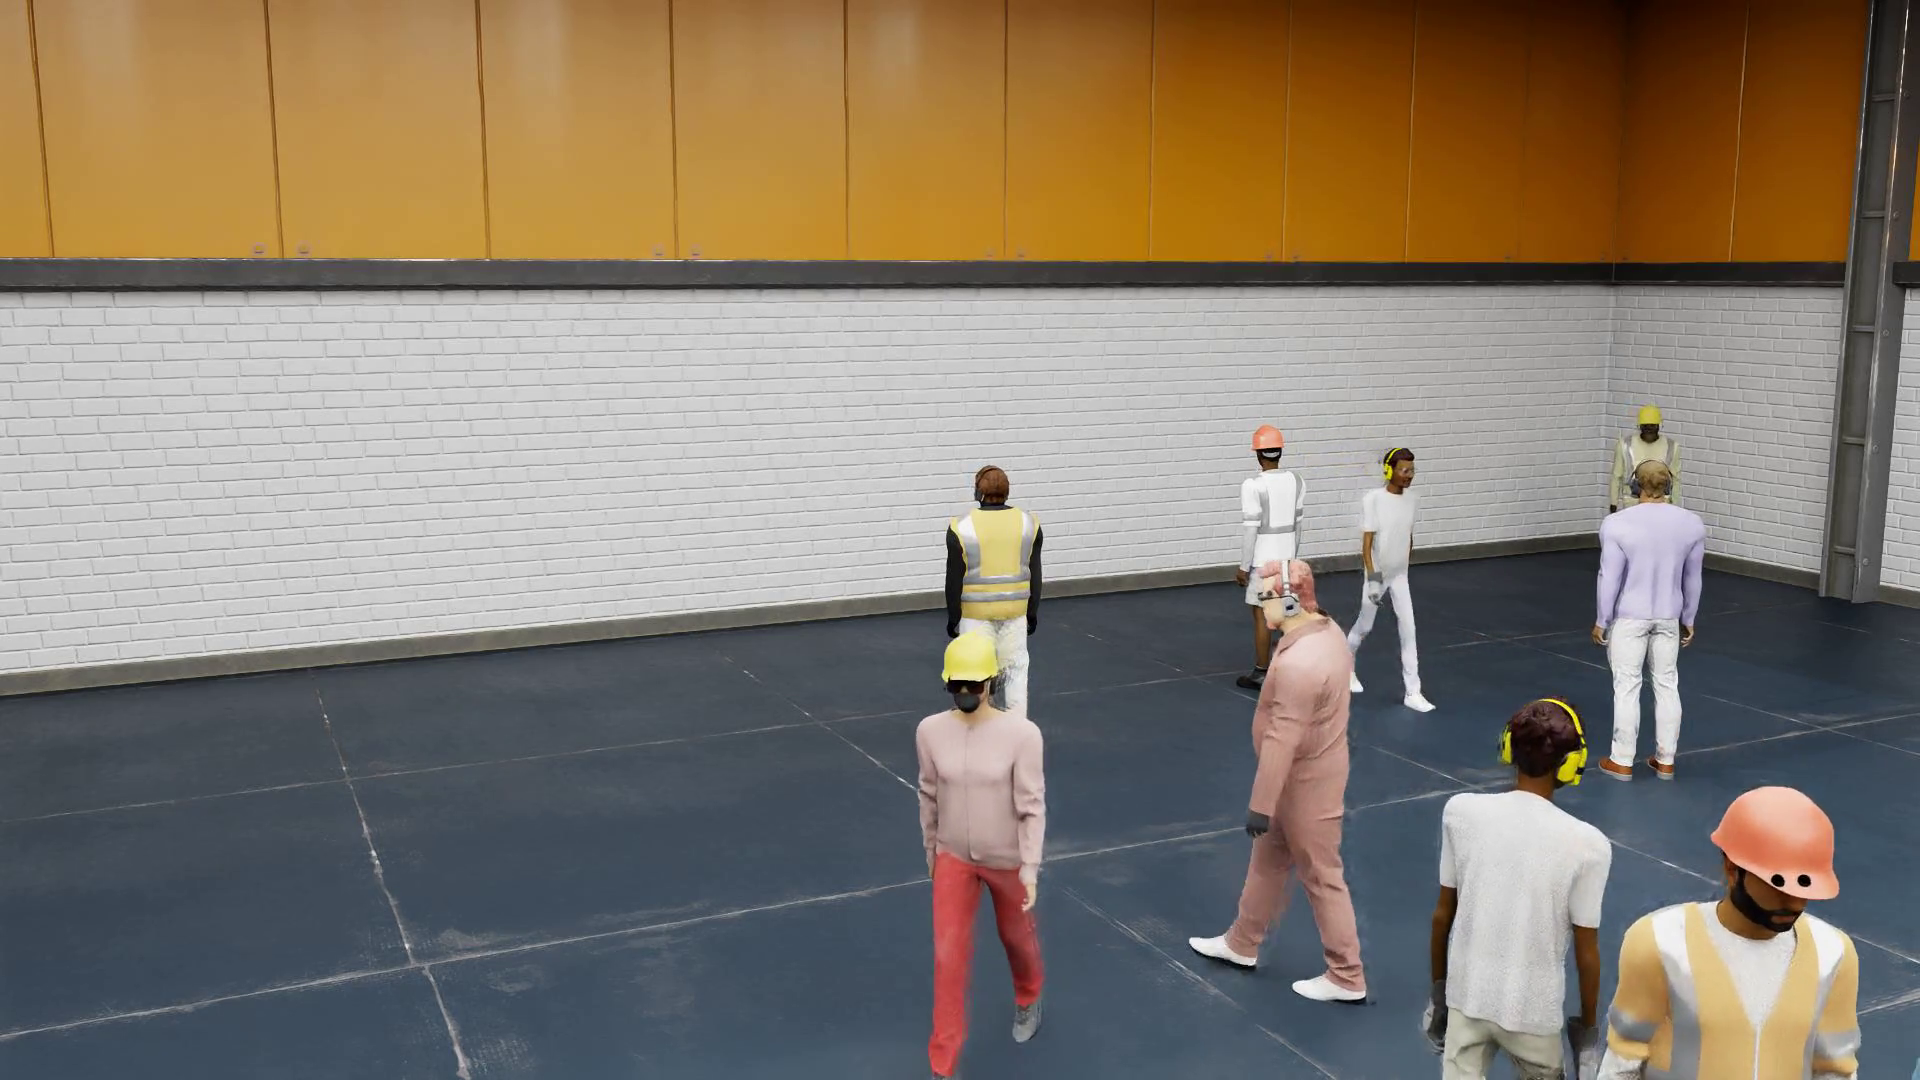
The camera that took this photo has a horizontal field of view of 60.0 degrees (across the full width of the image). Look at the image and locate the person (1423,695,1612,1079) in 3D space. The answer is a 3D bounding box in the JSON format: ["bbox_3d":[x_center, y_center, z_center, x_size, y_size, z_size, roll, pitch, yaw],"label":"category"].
[{"bbox_3d":[1.587,1.364,4.784,0.508,1.827,0.607,7,11,36],"label":"person"}]

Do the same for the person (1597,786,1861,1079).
[{"bbox_3d":[1.829,1.474,3.958,0.567,1.872,1.003,0,9,1],"label":"person"}]

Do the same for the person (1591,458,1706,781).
[{"bbox_3d":[4.093,0.477,9.929,0.635,1.936,0.353,0,9,-3],"label":"person"}]

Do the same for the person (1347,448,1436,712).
[{"bbox_3d":[2.995,0.248,11.753,0.519,1.820,0.962,-3,10,-19],"label":"person"}]

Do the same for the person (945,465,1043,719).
[{"bbox_3d":[0.201,0.451,10.384,0.627,1.847,0.429,-2,9,-15],"label":"person"}]

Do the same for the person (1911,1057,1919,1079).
[{"bbox_3d":[2.476,1.626,3.849,0.505,1.600,0.845,-1,9,-4],"label":"person"}]

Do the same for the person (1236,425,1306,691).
[{"bbox_3d":[2.233,0.133,12.080,0.544,1.933,0.376,-5,10,-29],"label":"person"}]

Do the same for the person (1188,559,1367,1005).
[{"bbox_3d":[1.304,0.998,6.913,0.909,1.863,0.657,3,10,21],"label":"person"}]

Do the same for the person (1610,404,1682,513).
[{"bbox_3d":[6.449,-0.385,15.654,0.621,1.811,0.506,3,10,16],"label":"person"}]

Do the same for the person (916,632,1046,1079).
[{"bbox_3d":[0.093,1.174,6.278,0.536,1.723,0.915,3,10,17],"label":"person"}]
